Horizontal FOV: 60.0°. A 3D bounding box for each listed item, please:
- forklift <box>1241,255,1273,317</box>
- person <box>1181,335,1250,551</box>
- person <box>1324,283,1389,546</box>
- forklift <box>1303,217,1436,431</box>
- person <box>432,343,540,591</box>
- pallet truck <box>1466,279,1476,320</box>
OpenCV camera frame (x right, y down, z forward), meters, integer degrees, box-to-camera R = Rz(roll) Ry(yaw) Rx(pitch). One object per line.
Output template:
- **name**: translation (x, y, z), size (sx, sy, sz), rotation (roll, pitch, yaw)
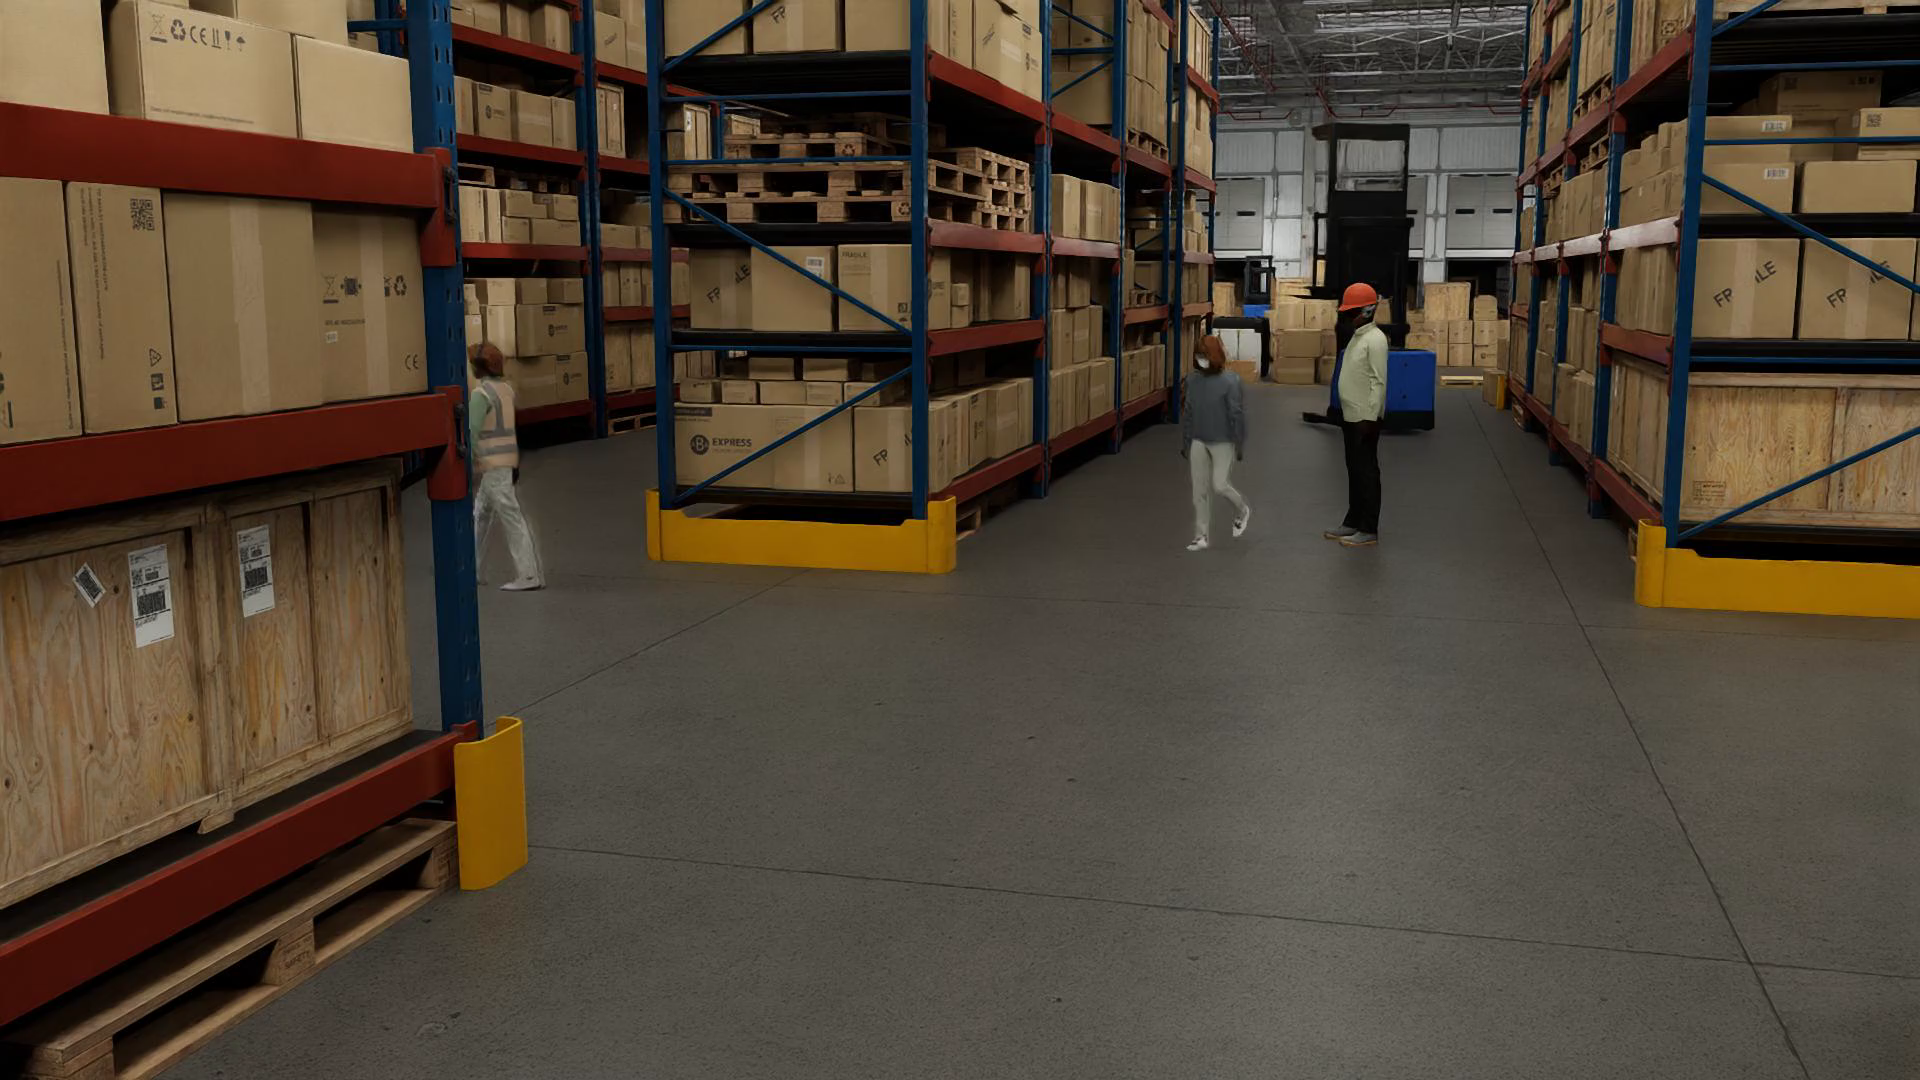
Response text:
- **forklift**: translation (10.553, -8.661, 58.801), size (1.129, 2.768, 1.873), rotation (2, 9, 15)
- **person**: translation (1.927, -0.730, 12.412), size (0.516, 1.612, 0.543), rotation (8, 12, 42)
- **person**: translation (3.028, -0.947, 12.615), size (0.387, 1.988, 0.608), rotation (-1, 9, -6)
- **forklift**: translation (5.487, -2.884, 22.095), size (1.129, 2.768, 1.873), rotation (-2, 9, -10)
- **person**: translation (-3.100, -0.461, 10.727), size (0.816, 1.598, 0.534), rotation (1, 9, 4)
- **pallet truck**: translation (18.896, -8.459, 60.307), size (1.885, 1.965, 0.823), rotation (5, 10, 31)
